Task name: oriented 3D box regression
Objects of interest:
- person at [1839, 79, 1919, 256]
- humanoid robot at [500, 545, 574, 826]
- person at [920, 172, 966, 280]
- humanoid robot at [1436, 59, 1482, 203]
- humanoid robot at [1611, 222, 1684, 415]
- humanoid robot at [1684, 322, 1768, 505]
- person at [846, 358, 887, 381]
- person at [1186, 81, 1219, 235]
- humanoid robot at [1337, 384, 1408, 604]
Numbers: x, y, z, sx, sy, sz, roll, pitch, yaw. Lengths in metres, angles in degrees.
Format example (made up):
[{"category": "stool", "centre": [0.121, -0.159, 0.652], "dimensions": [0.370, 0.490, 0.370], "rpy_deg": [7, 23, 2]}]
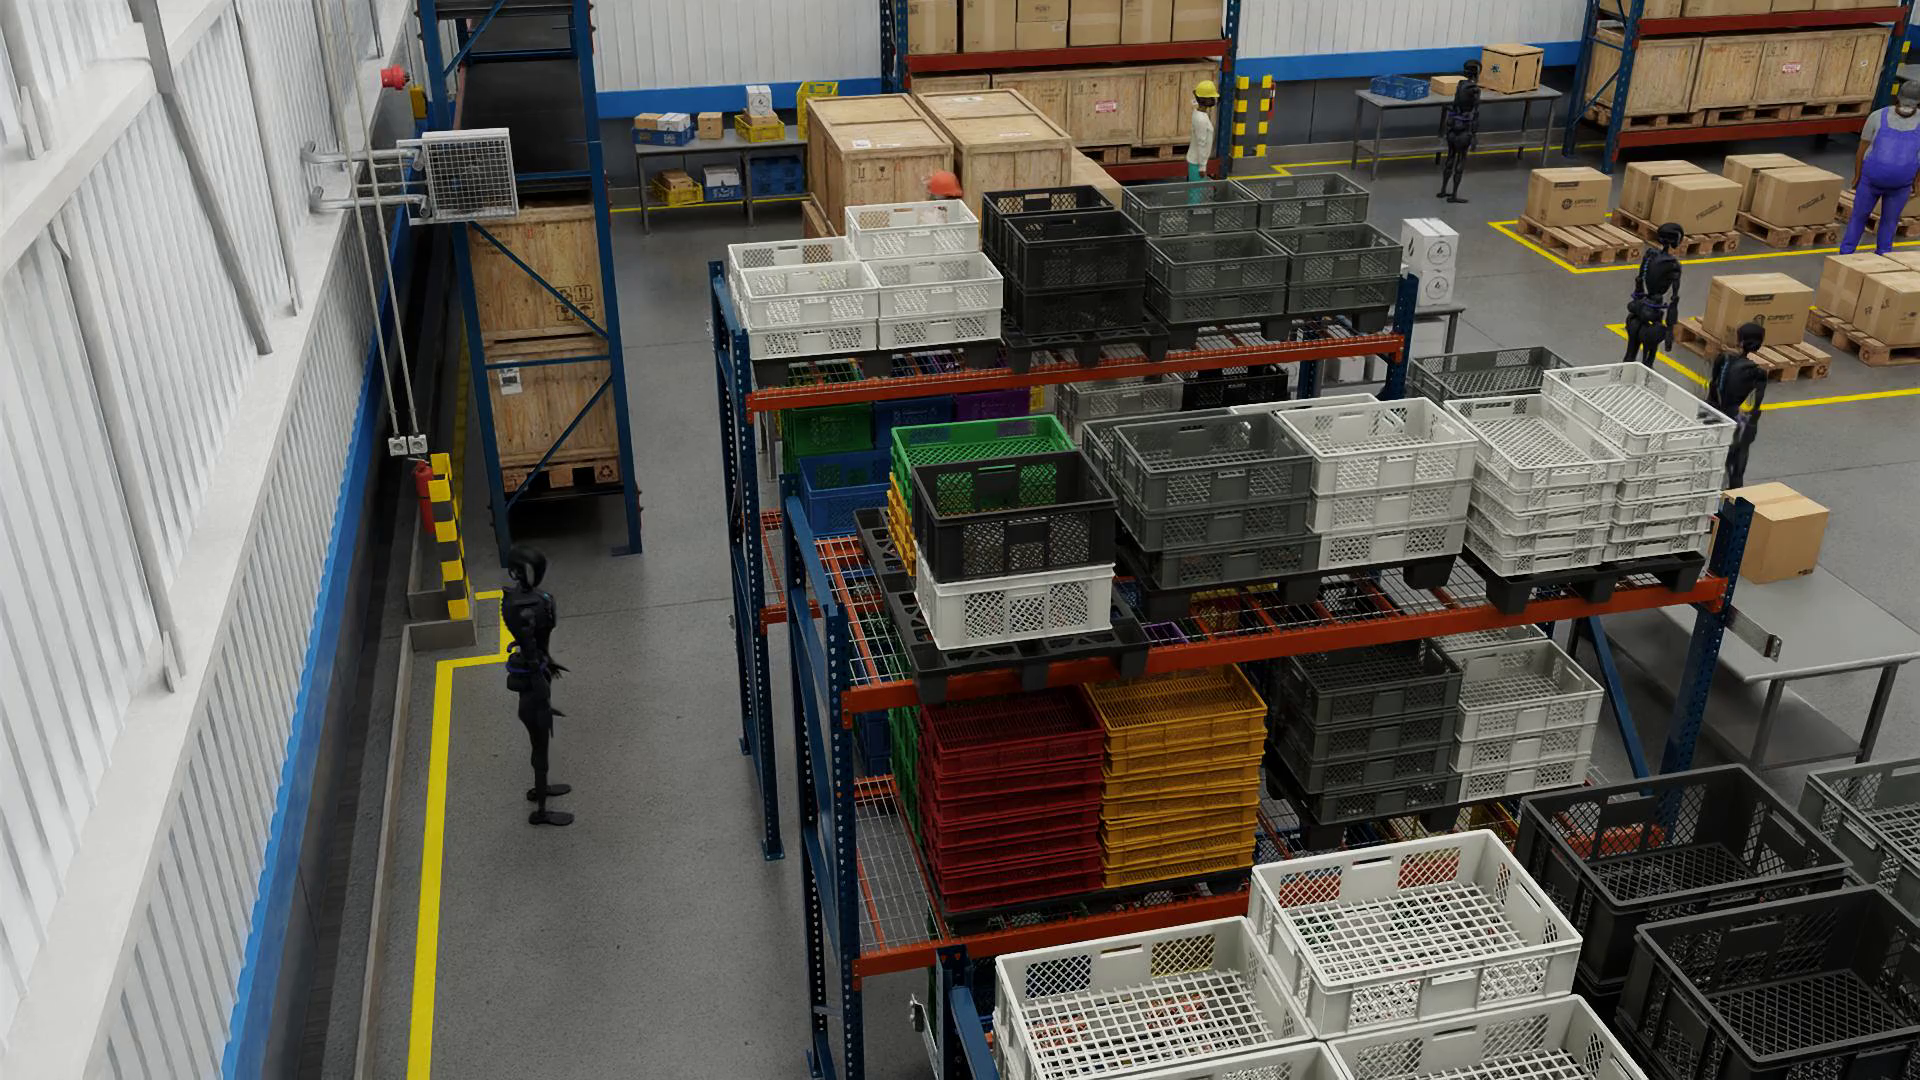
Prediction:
[{"category": "person", "centre": [9.672, -3.784, 17.327], "dimensions": [0.677, 2.000, 0.537], "rpy_deg": [11, 30, 21]}, {"category": "humanoid robot", "centre": [-2.297, 0.767, 9.069], "dimensions": [0.328, 1.654, 0.590], "rpy_deg": [-6, 28, -10]}, {"category": "person", "centre": [-0.184, -2.206, 14.421], "dimensions": [0.508, 1.978, 0.616], "rpy_deg": [-4, 28, -7]}, {"category": "humanoid robot", "centre": [5.967, -4.871, 19.763], "dimensions": [0.328, 1.657, 0.590], "rpy_deg": [-6, 28, -10]}, {"category": "humanoid robot", "centre": [5.851, -1.881, 14.090], "dimensions": [0.328, 1.657, 0.590], "rpy_deg": [-6, 28, -10]}, {"category": "humanoid robot", "centre": [5.556, -0.787, 12.047], "dimensions": [0.622, 1.637, 0.598], "rpy_deg": [-10, 30, -19]}, {"category": "person", "centre": [-0.619, -0.727, 11.647], "dimensions": [0.385, 1.926, 0.588], "rpy_deg": [-6, 28, -10]}, {"category": "person", "centre": [2.652, -4.173, 18.357], "dimensions": [0.311, 1.768, 0.522], "rpy_deg": [1, 28, 3]}, {"category": "humanoid robot", "centre": [2.784, -0.278, 11.049], "dimensions": [0.328, 1.657, 0.590], "rpy_deg": [-6, 28, -10]}]
